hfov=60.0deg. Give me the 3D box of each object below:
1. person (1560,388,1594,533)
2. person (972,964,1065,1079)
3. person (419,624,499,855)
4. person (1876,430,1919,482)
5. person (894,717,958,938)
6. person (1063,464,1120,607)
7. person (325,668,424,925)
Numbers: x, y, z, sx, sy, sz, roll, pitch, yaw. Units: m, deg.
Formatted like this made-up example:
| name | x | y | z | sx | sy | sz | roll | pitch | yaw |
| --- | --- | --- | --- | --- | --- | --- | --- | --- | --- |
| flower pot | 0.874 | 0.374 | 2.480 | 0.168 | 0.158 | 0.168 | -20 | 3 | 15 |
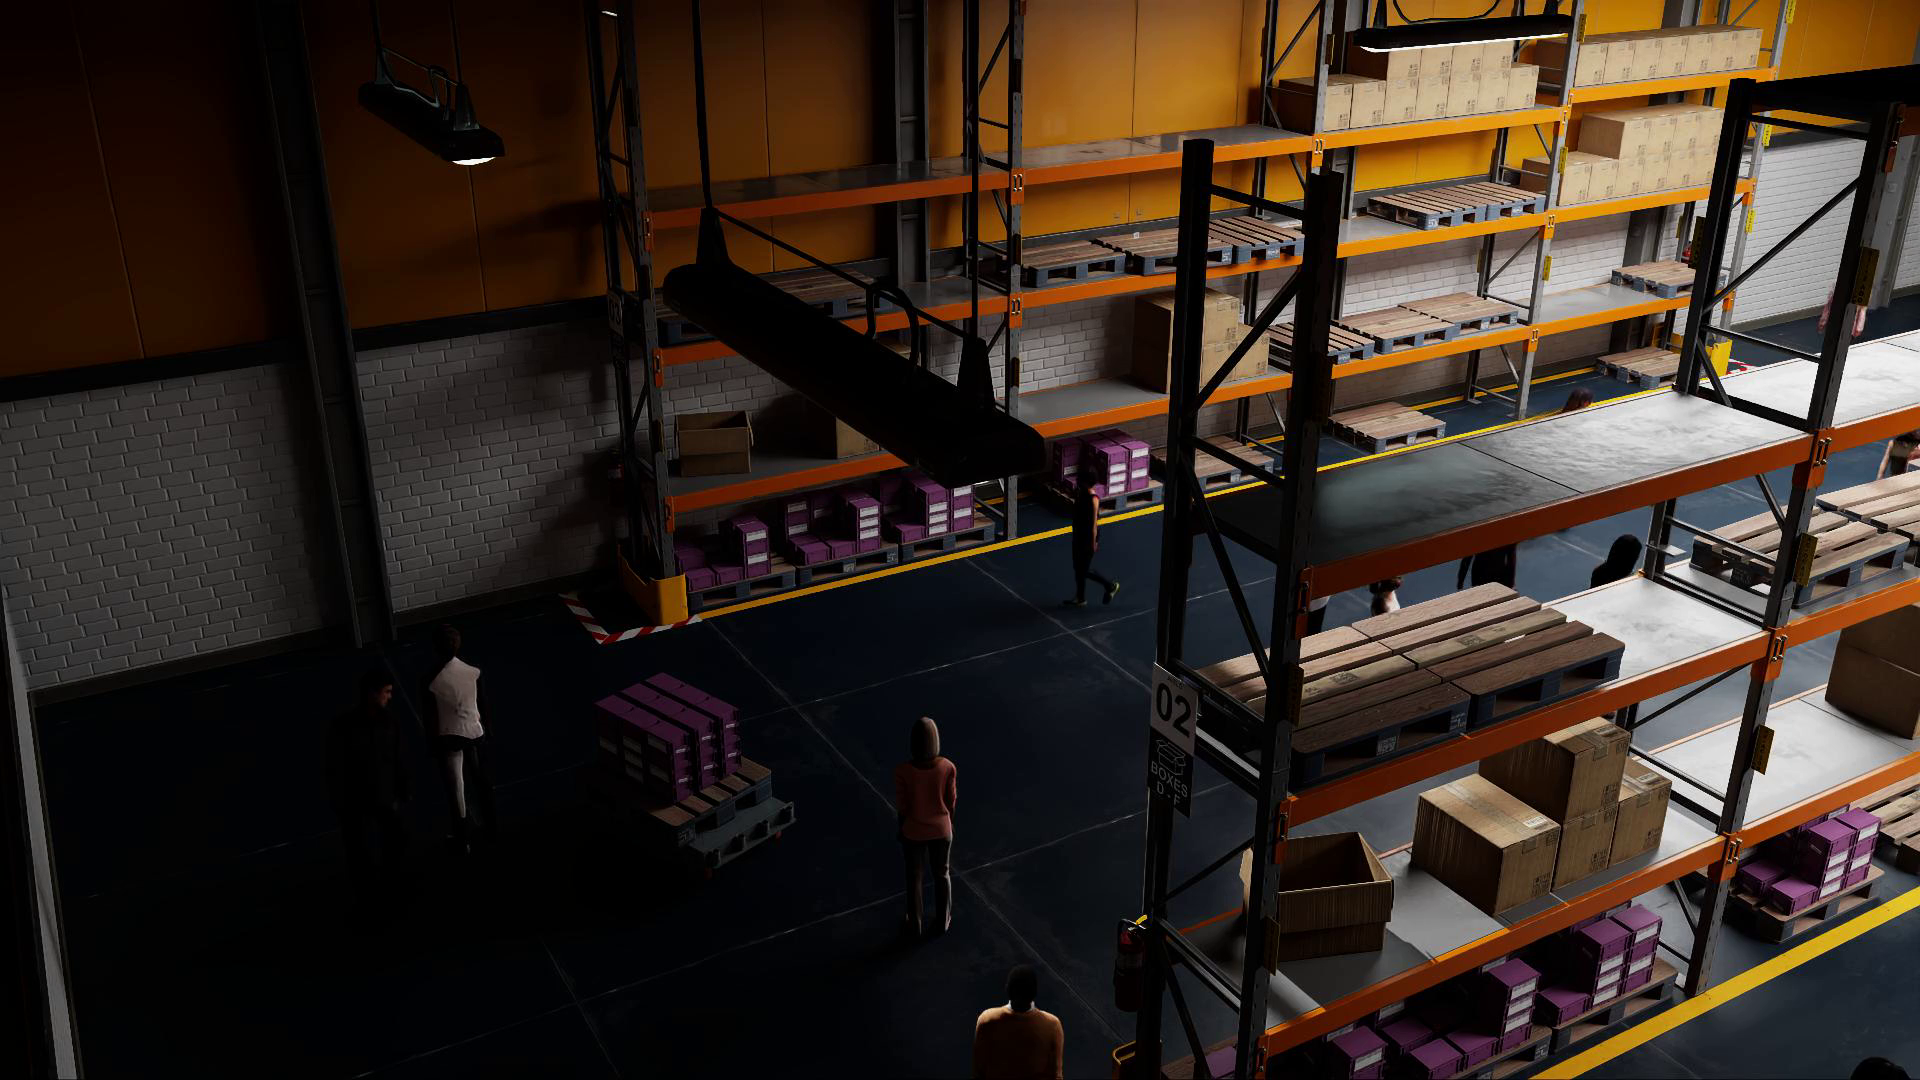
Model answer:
| name | x | y | z | sx | sy | sz | roll | pitch | yaw |
| --- | --- | --- | --- | --- | --- | --- | --- | --- | --- |
| person | 6.678 | -0.830 | 18.311 | 0.949 | 1.705 | 0.749 | -17 | 29 | -33 |
| person | 0.307 | 3.148 | 9.194 | 1.178 | 1.719 | 1.117 | 1 | 24 | 3 |
| person | -3.825 | 1.513 | 12.715 | 0.552 | 1.893 | 0.757 | -16 | 28 | -33 |
| person | 10.257 | -0.604 | 18.028 | 0.815 | 1.517 | 0.618 | -13 | 27 | -27 |
| person | -0.238 | 2.027 | 11.750 | 0.566 | 1.726 | 0.720 | -5 | 24 | -11 |
| person | 1.328 | -0.030 | 16.690 | 0.848 | 1.537 | 0.689 | -4 | 24 | -9 |
| person | -4.328 | 1.838 | 11.962 | 0.718 | 1.901 | 0.977 | -16 | 28 | -33 |
